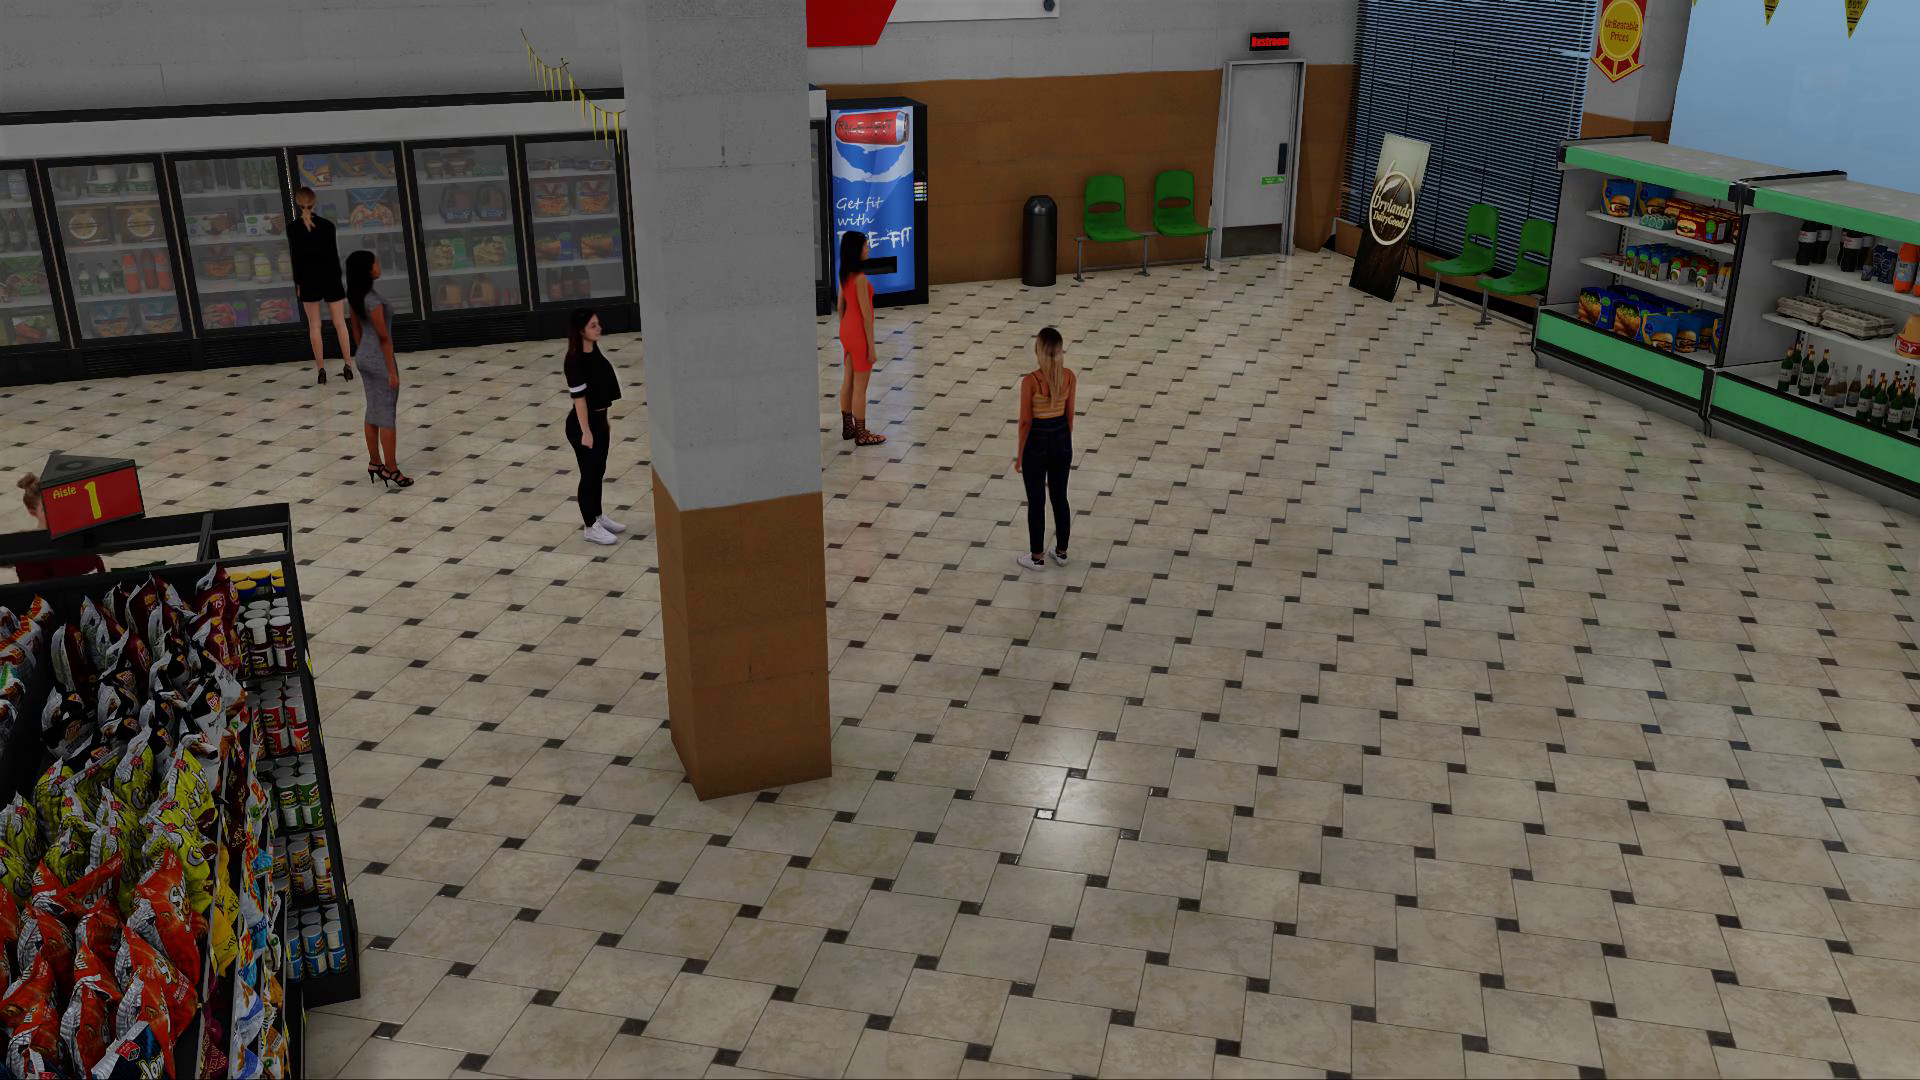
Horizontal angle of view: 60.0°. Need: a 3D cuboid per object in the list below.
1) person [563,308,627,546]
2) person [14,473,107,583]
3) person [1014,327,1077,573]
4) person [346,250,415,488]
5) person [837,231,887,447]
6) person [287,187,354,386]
[{"bbox_3d":[-2.524,-0.788,11.354,0.759,1.639,0.659,2,22,6],"label":"person"},{"bbox_3d":[-4.382,0.466,8.163,0.821,1.691,0.739,6,23,15],"label":"person"},{"bbox_3d":[0.568,-0.583,10.884,0.597,1.610,0.540,-11,24,-25],"label":"person"},{"bbox_3d":[-4.340,-1.269,12.360,0.608,1.781,0.728,20,29,41],"label":"person"},{"bbox_3d":[-0.828,-1.617,13.310,0.690,1.719,0.508,-13,25,-29],"label":"person"},{"bbox_3d":[-5.734,-2.275,14.883,0.575,1.767,0.541,-10,24,-22],"label":"person"}]
